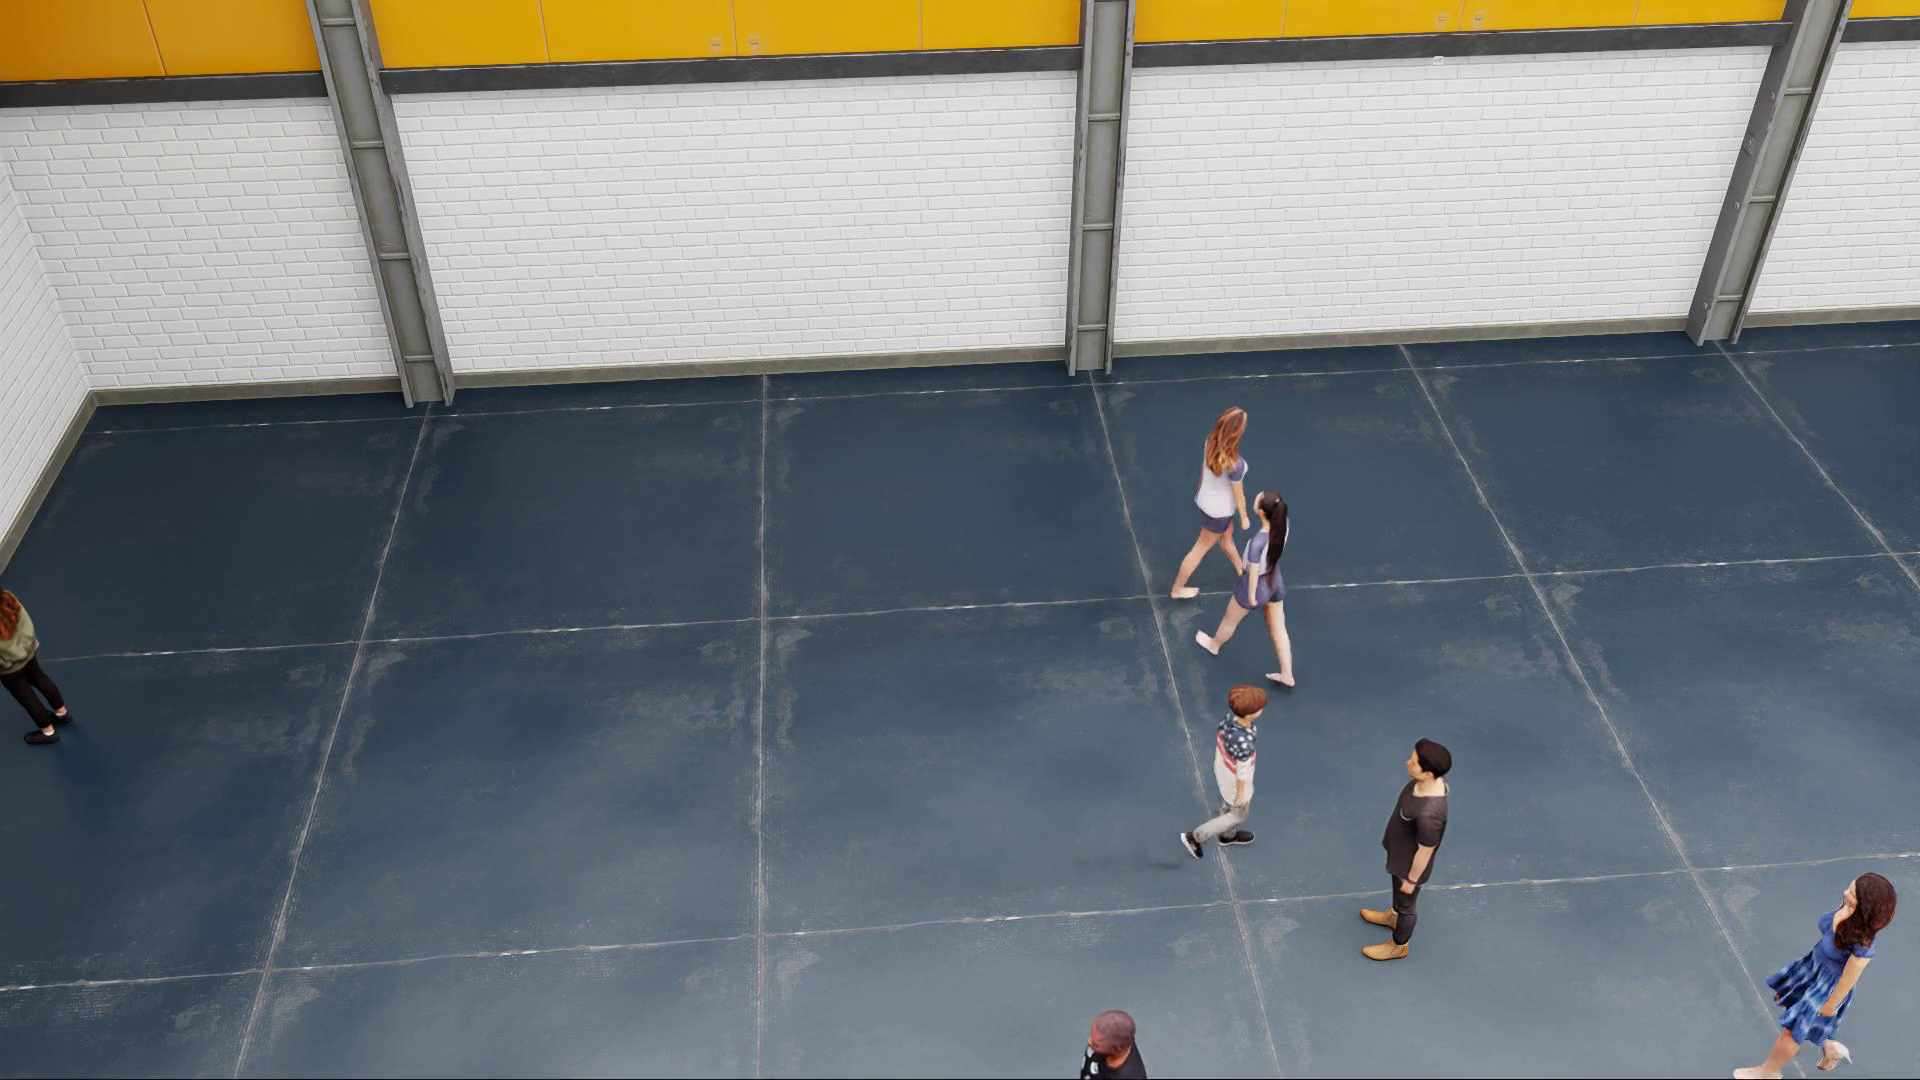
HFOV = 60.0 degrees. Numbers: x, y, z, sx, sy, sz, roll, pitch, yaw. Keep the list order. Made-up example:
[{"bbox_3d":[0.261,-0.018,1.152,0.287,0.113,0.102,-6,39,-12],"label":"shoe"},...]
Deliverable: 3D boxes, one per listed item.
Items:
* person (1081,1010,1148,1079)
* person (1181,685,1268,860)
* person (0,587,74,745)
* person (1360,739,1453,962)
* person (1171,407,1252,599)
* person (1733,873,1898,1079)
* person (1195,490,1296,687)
[{"bbox_3d":[0.768,2.919,8.338,0.650,1.803,0.694,-10,40,-12],"label":"person"},{"bbox_3d":[1.666,1.469,10.455,0.796,1.428,0.578,-8,39,-10],"label":"person"},{"bbox_3d":[-6.395,0.791,11.265,0.599,1.475,0.643,6,39,7],"label":"person"},{"bbox_3d":[2.670,1.820,9.784,0.655,1.717,0.683,8,39,10],"label":"person"},{"bbox_3d":[1.823,-0.215,12.364,1.086,1.677,0.751,-12,40,-14],"label":"person"},{"bbox_3d":[4.716,2.421,8.966,0.925,1.798,0.831,11,40,14],"label":"person"},{"bbox_3d":[2.192,0.373,11.684,1.072,1.606,1.039,-28,47,-31],"label":"person"}]
